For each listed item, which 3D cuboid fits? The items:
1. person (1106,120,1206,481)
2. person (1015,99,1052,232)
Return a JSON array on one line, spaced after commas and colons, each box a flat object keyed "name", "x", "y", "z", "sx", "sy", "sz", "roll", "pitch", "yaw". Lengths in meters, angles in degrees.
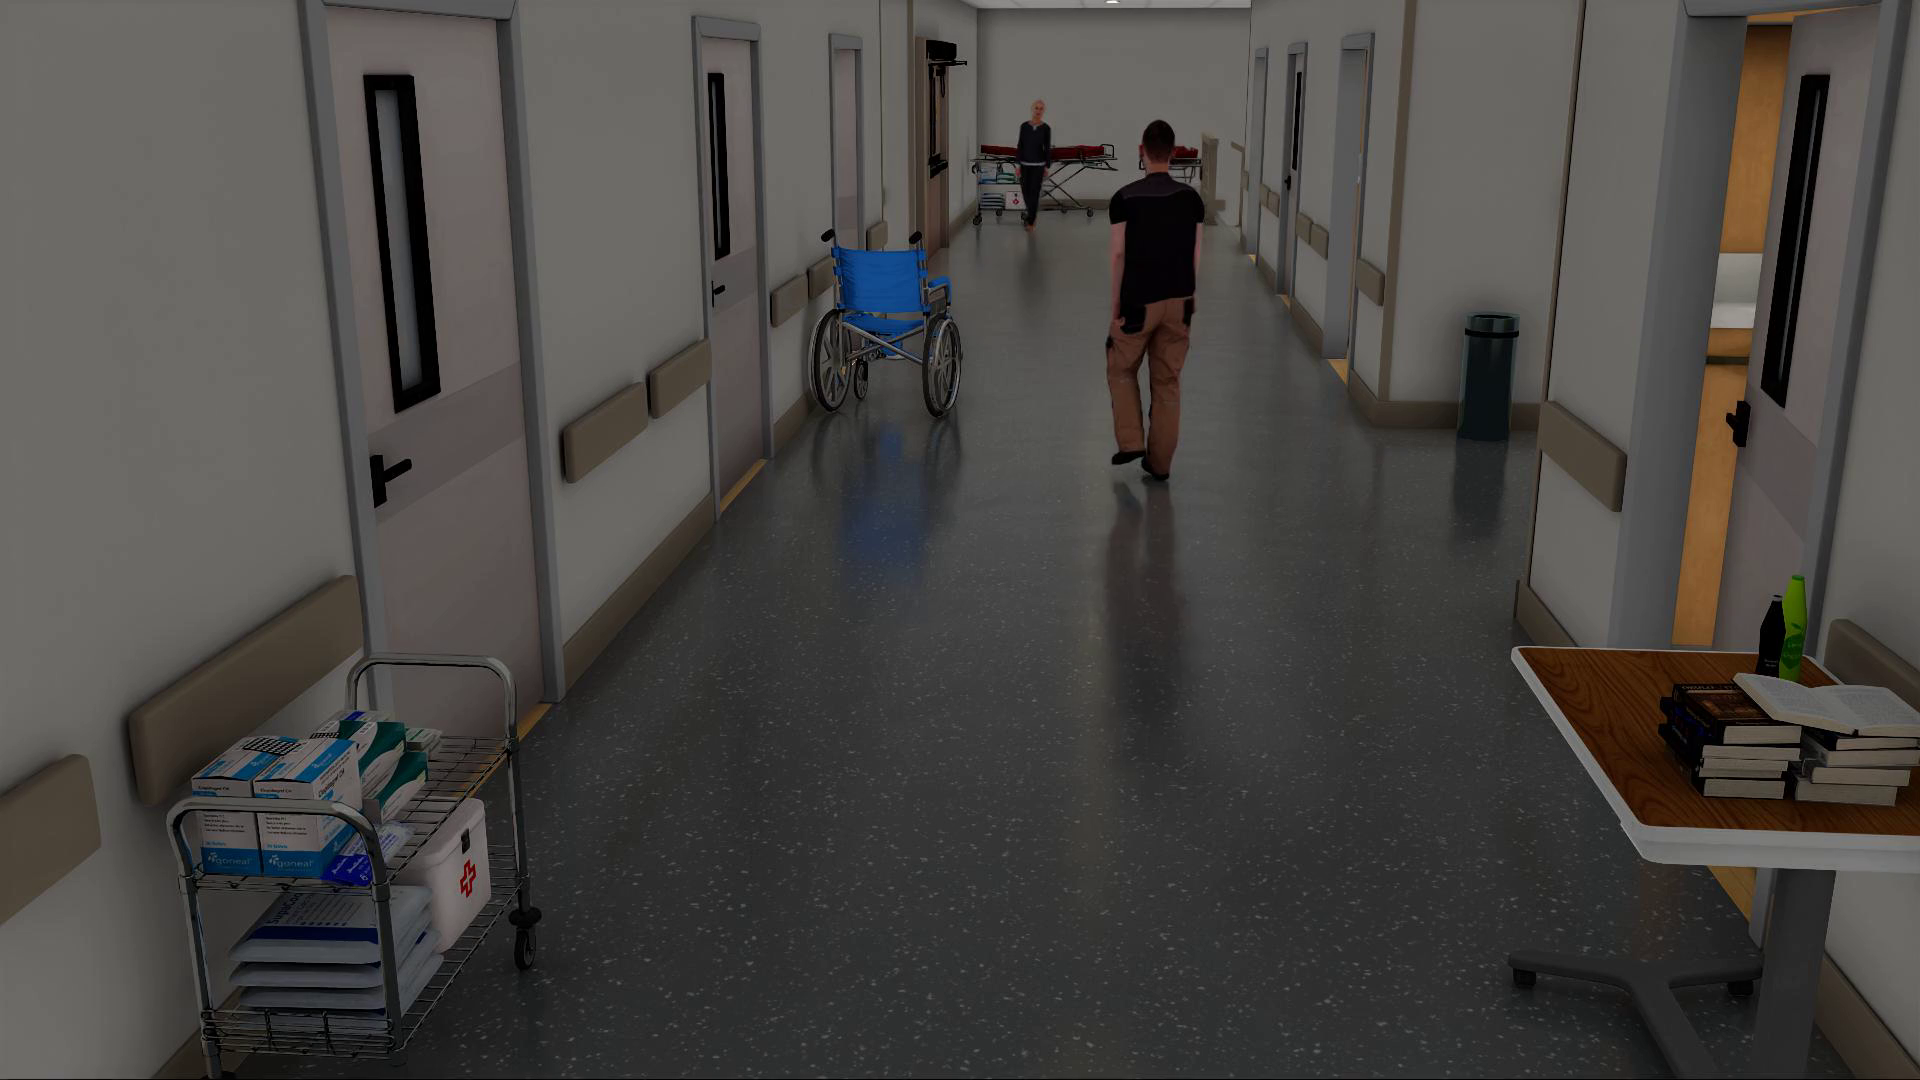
[{"name": "person", "x": 1.016, "y": -1.200, "z": 8.513, "sx": 0.746, "sy": 1.828, "sz": 0.728, "roll": -3, "pitch": 16, "yaw": -10}, {"name": "person", "x": 0.971, "y": -4.993, "z": 22.215, "sx": 0.730, "sy": 1.693, "sz": 1.134, "roll": 4, "pitch": 16, "yaw": 15}]
